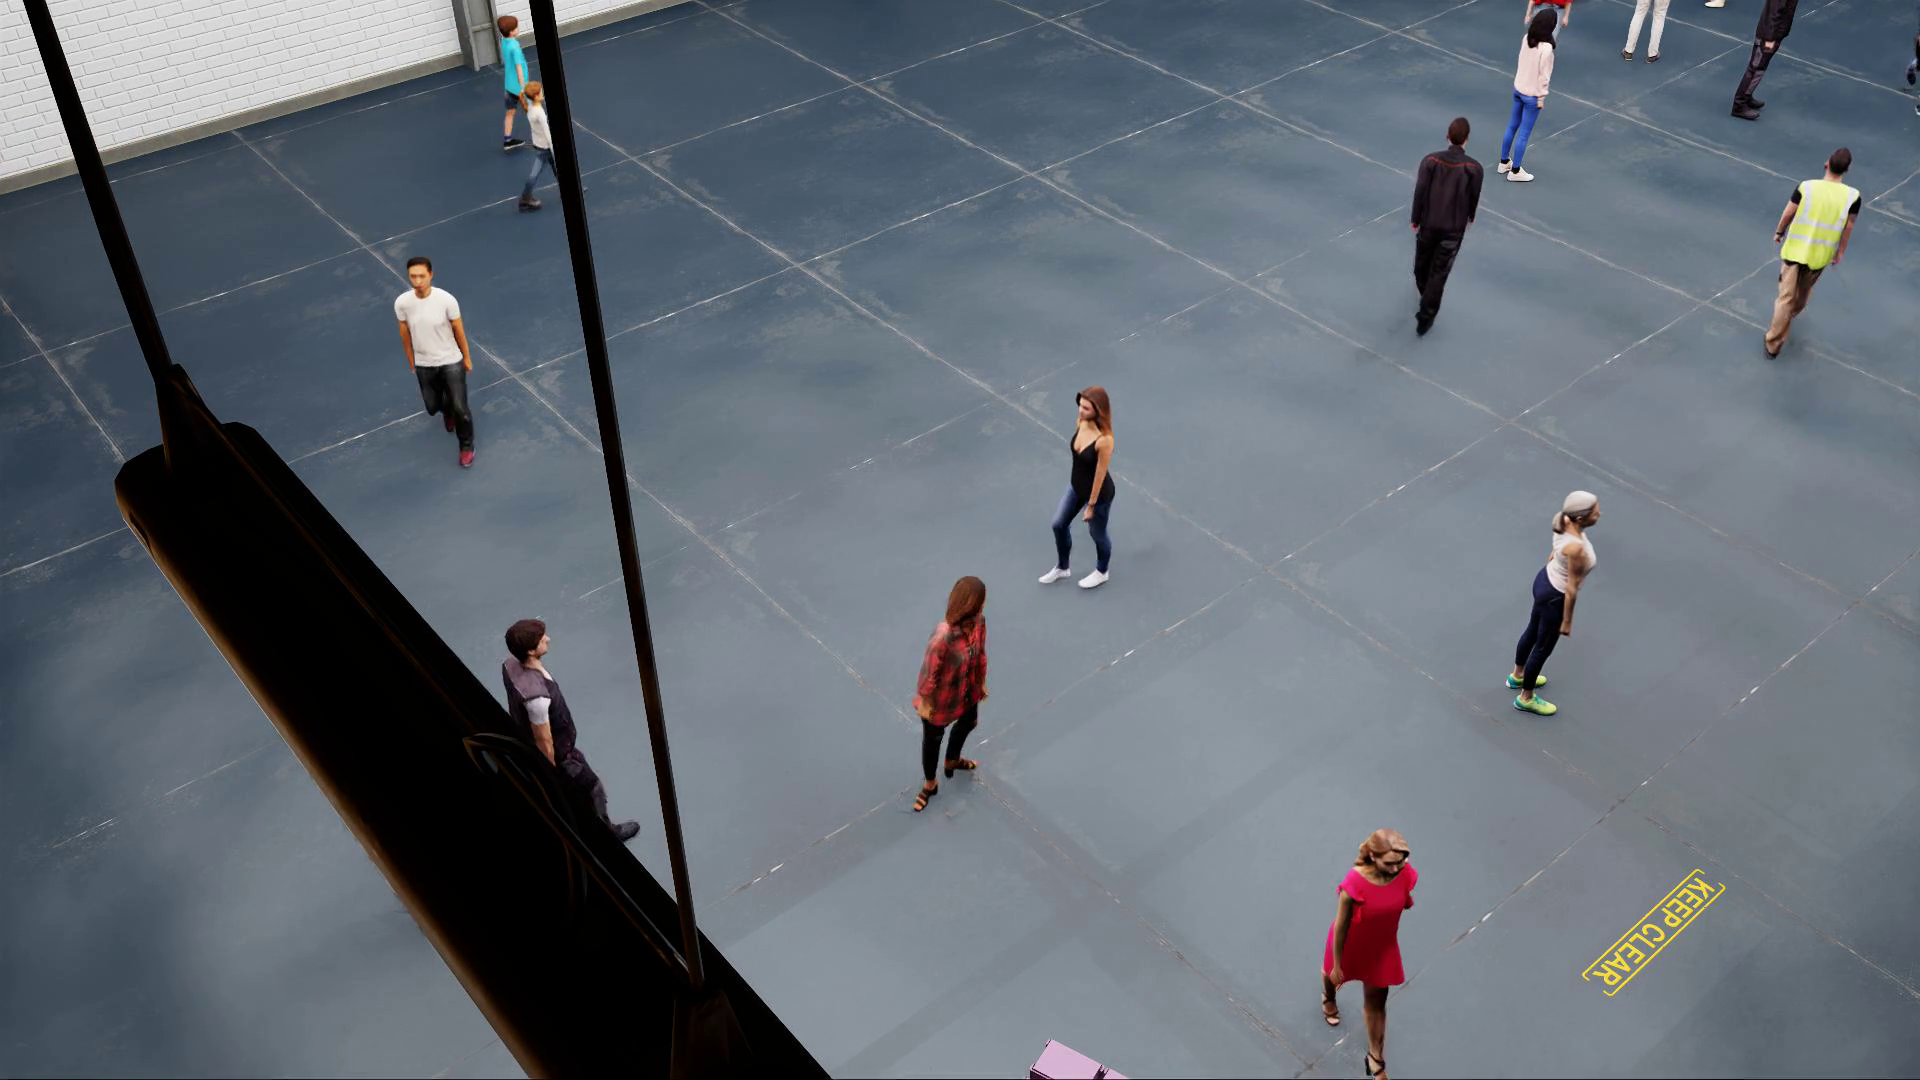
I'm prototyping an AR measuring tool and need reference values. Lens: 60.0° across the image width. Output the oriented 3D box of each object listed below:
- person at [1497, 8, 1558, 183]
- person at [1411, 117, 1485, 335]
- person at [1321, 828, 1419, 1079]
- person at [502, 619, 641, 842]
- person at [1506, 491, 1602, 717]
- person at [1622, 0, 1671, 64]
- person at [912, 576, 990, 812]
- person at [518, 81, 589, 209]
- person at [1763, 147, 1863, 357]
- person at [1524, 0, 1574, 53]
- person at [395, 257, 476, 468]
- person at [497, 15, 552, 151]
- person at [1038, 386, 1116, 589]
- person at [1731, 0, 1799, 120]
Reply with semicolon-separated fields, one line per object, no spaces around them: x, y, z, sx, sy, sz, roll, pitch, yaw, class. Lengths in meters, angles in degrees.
5.748;-4.516;16.834;0.708;1.769;0.723;-8;39;-10;person
4.177;-2.686;14.472;0.960;1.857;1.257;20;43;23;person
2.067;2.025;8.699;0.972;1.701;0.915;-8;39;-10;person
-2.481;1.222;9.601;0.940;1.831;0.766;-21;43;-24;person
3.834;0.380;10.757;0.728;1.703;0.673;2;39;3;person
8.052;-6.426;19.197;0.753;1.805;0.760;15;41;17;person
-0.116;0.947;10.070;0.519;1.673;0.791;-21;43;-25;person
-4.181;-3.859;16.401;0.980;1.282;0.622;-18;42;-21;person
7.215;-2.404;14.166;1.096;1.798;1.230;8;39;10;person
6.609;-5.928;18.666;0.735;1.689;0.739;13;40;15;person
-4.041;-1.444;12.971;0.926;1.790;0.944;-5;39;-6;person
-4.704;-4.763;17.430;0.902;1.412;0.531;-28;46;-31;person
0.982;-0.365;11.689;0.748;1.704;0.626;-21;43;-25;person
8.775;-5.508;18.023;0.837;1.836;0.643;20;43;23;person
